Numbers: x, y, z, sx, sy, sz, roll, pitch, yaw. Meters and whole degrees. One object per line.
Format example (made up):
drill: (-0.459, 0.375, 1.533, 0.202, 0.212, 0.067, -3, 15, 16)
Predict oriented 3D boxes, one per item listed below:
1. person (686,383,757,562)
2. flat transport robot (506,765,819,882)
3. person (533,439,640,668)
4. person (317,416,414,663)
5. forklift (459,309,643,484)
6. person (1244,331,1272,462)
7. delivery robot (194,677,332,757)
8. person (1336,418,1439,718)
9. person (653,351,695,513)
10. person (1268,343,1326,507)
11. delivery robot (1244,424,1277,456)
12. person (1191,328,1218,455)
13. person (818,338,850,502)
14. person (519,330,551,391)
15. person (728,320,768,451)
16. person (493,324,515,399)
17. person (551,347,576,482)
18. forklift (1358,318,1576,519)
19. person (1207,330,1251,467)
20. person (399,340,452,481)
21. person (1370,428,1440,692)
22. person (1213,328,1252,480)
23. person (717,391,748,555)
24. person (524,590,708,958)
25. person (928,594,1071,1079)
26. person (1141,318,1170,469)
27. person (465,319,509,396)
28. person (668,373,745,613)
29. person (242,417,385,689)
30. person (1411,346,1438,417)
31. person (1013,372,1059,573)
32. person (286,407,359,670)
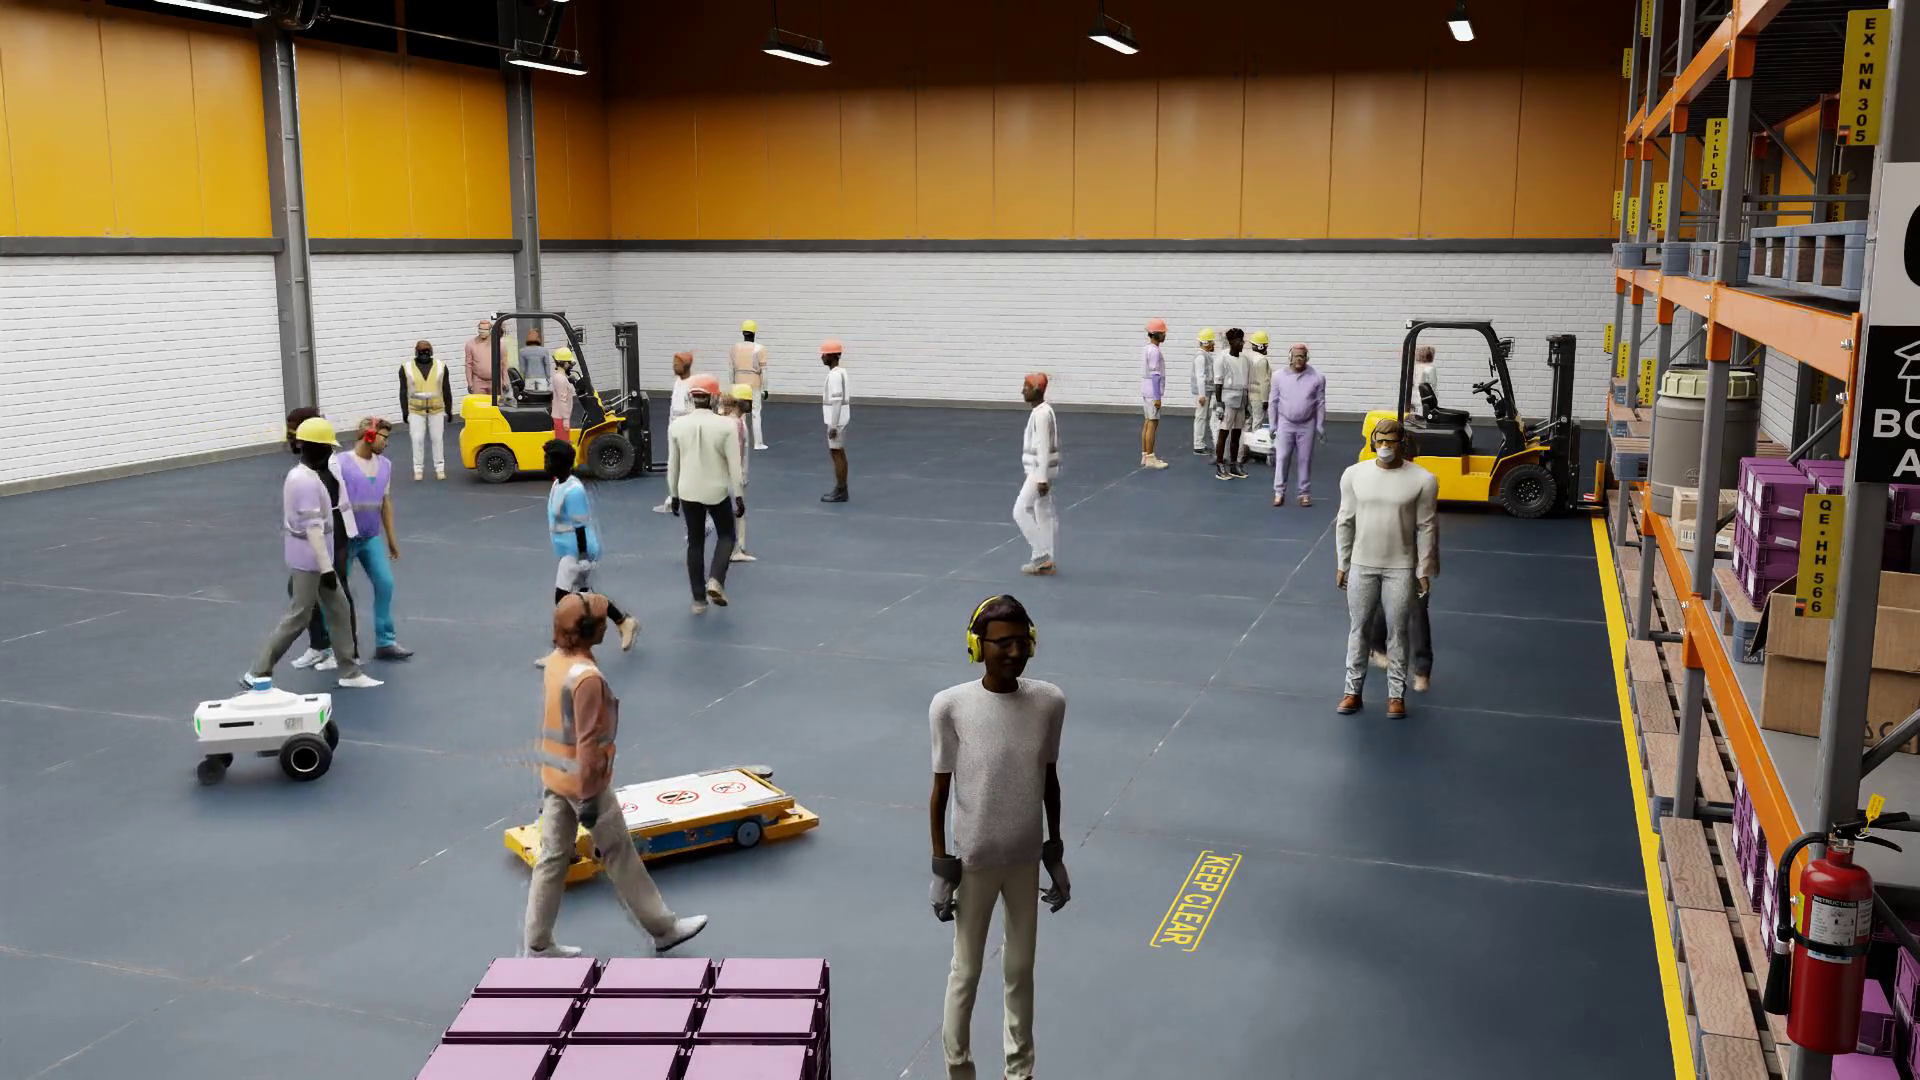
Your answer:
person: (-2.235, -0.625, 15.788, 0.657, 1.732, 0.531, -2, 10, -9)
flat transport robot: (-1.502, 1.414, 8.440, 1.431, 0.197, 0.652, -6, 12, -32)
person: (-2.716, 0.079, 12.055, 0.762, 1.660, 0.557, -5, 11, -24)
person: (-4.339, 0.012, 12.028, 0.652, 1.798, 0.607, 5, 11, 25)
forklift: (-5.354, -1.902, 21.697, 2.313, 2.155, 1.214, -2, 10, -13)
person: (4.185, -2.015, 23.355, 0.403, 1.833, 0.590, -3, 11, -18)
delivery robot: (-3.987, 1.032, 9.529, 0.707, 0.478, 0.477, -3, 10, -15)
person: (2.725, 0.179, 10.699, 0.627, 1.940, 0.372, 4, 11, 22)
person: (-3.087, -1.255, 19.072, 0.990, 1.842, 0.595, -8, 13, -38)
person: (3.902, -1.329, 19.289, 0.651, 1.904, 0.402, 2, 10, 9)
delivery robot: (4.224, -1.362, 22.998, 0.477, 0.478, 0.707, -5, 11, -29)
person: (3.546, -2.146, 24.094, 0.403, 1.831, 0.611, 2, 10, 13)
person: (-1.494, -1.414, 19.671, 0.371, 1.935, 0.552, 1, 10, 3)
person: (-7.000, -2.636, 27.416, 0.497, 1.632, 0.289, -2, 10, -12)
person: (-3.114, -2.283, 24.597, 0.594, 1.924, 0.382, 2, 10, 13)
person: (-7.328, -2.539, 26.456, 0.988, 1.779, 0.669, 0, 10, 2)
person: (-4.916, -1.509, 20.694, 0.327, 1.767, 0.533, -3, 11, -18)
forklift: (5.787, -1.437, 19.079, 2.313, 2.155, 1.214, 3, 11, 19)
person: (3.665, -1.937, 22.783, 0.693, 1.871, 0.652, -7, 12, -35)
person: (-6.873, -1.667, 21.432, 0.633, 1.827, 0.432, -4, 11, -23)
person: (3.072, 0.098, 11.602, 0.541, 1.812, 0.817, 1, 10, 5)
person: (3.546, -1.770, 21.597, 0.607, 1.966, 0.367, -8, 13, -37)
person: (-2.231, -0.640, 16.174, 0.298, 1.632, 0.510, -7, 12, -33)
person: (-1.504, 1.003, 7.010, 0.775, 1.601, 0.540, -6, 12, -31)
person: (0.139, 1.103, 5.679, 0.514, 1.876, 0.328, -4, 11, -22)
person: (2.658, -1.994, 22.645, 0.376, 2.043, 0.609, -1, 10, -4)
person: (-7.184, -2.396, 25.304, 0.643, 1.905, 0.400, -3, 11, -19)
person: (-2.095, -0.384, 13.744, 0.668, 1.977, 0.478, 1, 10, 7)
person: (-4.428, 0.128, 11.197, 0.901, 1.889, 0.607, -3, 11, -18)
person: (6.495, -1.931, 23.480, 0.613, 1.618, 0.521, -2, 10, -11)
person: (0.680, -0.602, 15.283, 0.453, 1.868, 0.614, 1, 10, 4)
person: (-4.577, 0.008, 11.778, 0.591, 1.894, 0.594, -7, 12, -36)
